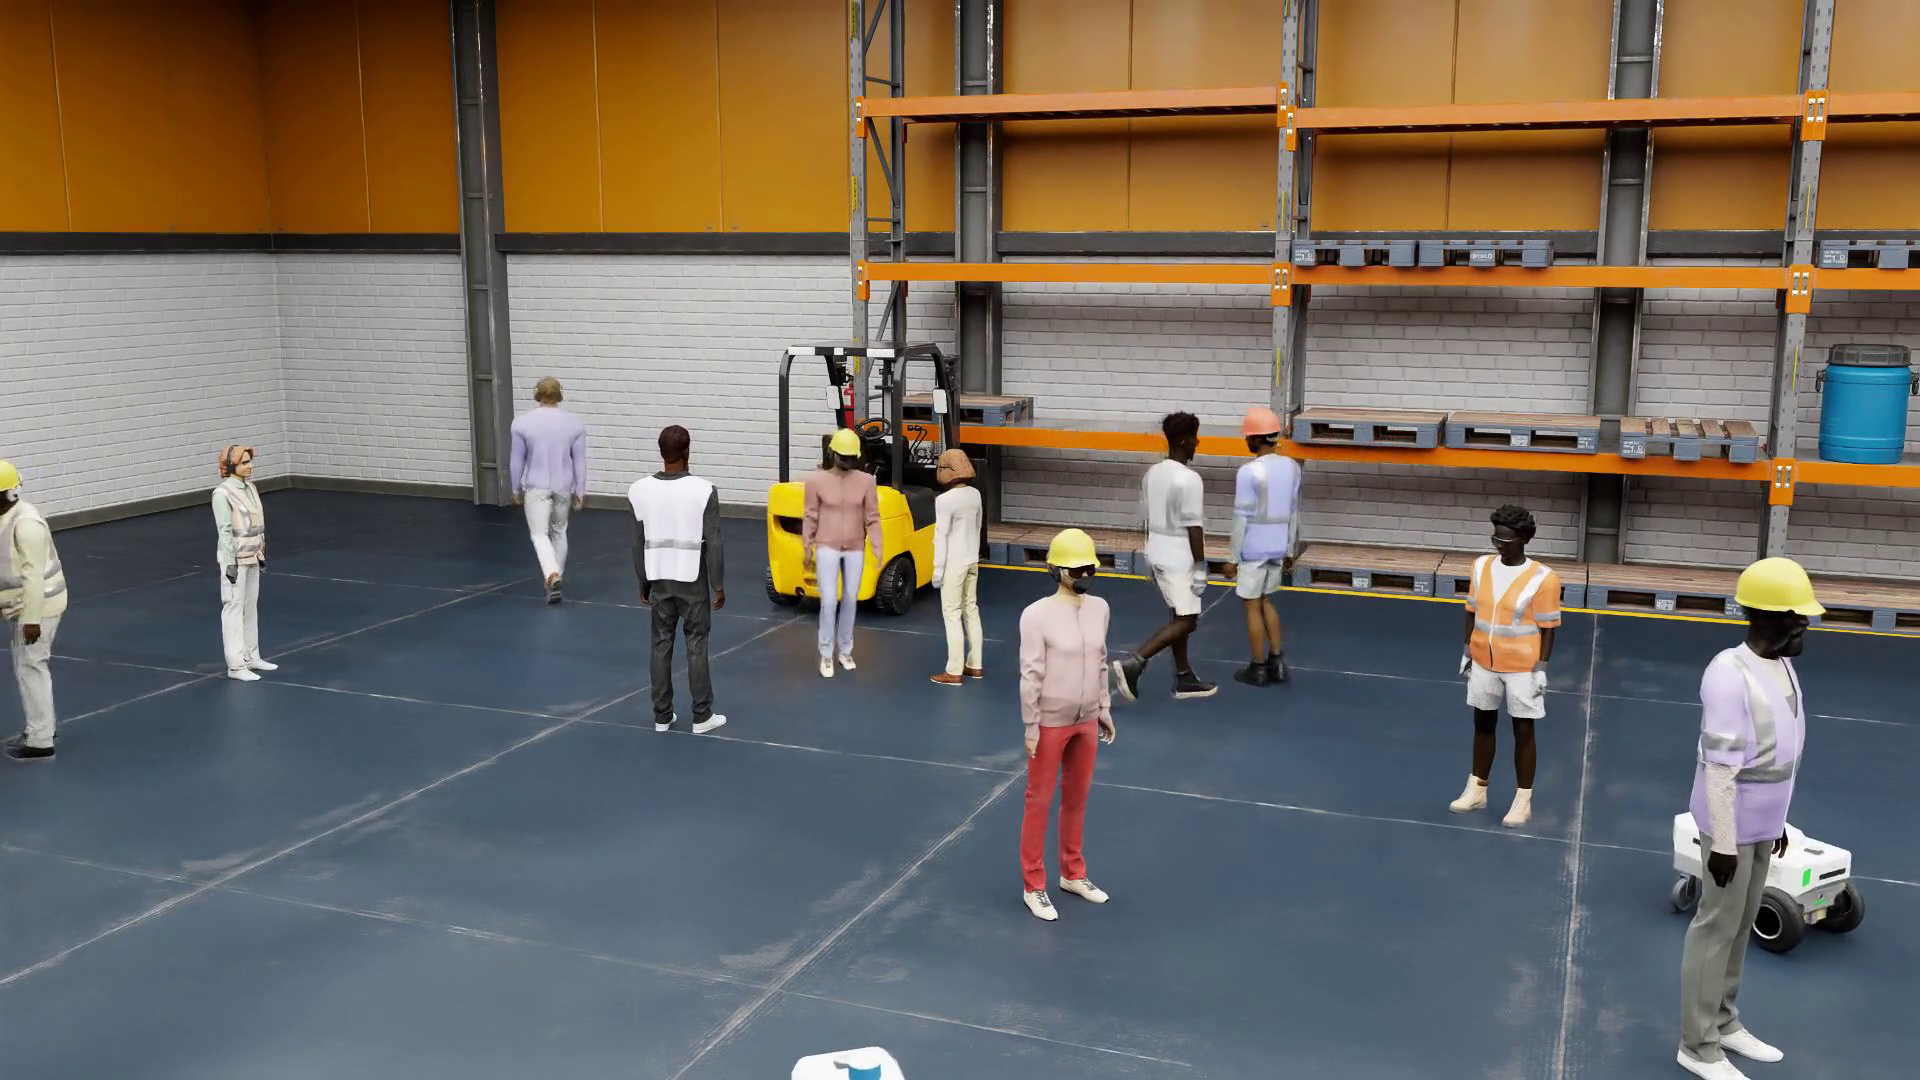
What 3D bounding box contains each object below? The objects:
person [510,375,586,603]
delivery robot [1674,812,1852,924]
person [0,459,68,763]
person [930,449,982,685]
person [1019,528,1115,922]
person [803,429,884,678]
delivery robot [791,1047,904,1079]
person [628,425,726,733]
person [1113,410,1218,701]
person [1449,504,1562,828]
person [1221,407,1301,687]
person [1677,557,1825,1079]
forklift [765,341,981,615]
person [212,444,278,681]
[{"bbox_3d":[-3.468,-0.439,14.123,0.630,1.915,0.895,-6,12,-28],"label":"person"},{"bbox_3d":[3.552,1.400,7.399,0.477,0.478,0.707,-5,12,-28],"label":"delivery robot"},{"bbox_3d":[-5.511,0.404,9.762,0.467,1.807,0.635,-10,14,-43],"label":"person"},{"bbox_3d":[-0.019,0.184,11.460,0.280,1.624,0.493,6,12,32],"label":"person"},{"bbox_3d":[0.490,0.819,7.523,0.523,1.769,0.316,-8,13,-38],"label":"person"},{"bbox_3d":[-0.814,0.089,11.661,0.533,1.735,0.568,-4,11,-19],"label":"person"},{"bbox_3d":[-0.291,1.814,5.091,0.477,0.478,0.707,-3,11,-17],"label":"delivery robot"},{"bbox_3d":[-1.739,0.247,10.279,0.593,1.921,0.391,2,10,12],"label":"person"},{"bbox_3d":[1.366,0.123,10.880,0.775,1.945,0.620,-4,11,-20],"label":"person"},{"bbox_3d":[2.851,0.647,8.687,0.321,1.692,0.529,-9,13,-40],"label":"person"},{"bbox_3d":[2.039,0.050,11.354,0.557,1.930,0.393,-8,13,-37],"label":"person"},{"bbox_3d":[2.854,1.008,6.017,0.373,1.928,0.584,9,14,42],"label":"person"},{"bbox_3d":[-0.739,-0.602,14.246,1.214,2.155,2.313,4,11,21],"label":"forklift"},{"bbox_3d":[-5.002,0.152,11.589,0.310,1.642,0.514,0,10,0],"label":"person"}]
